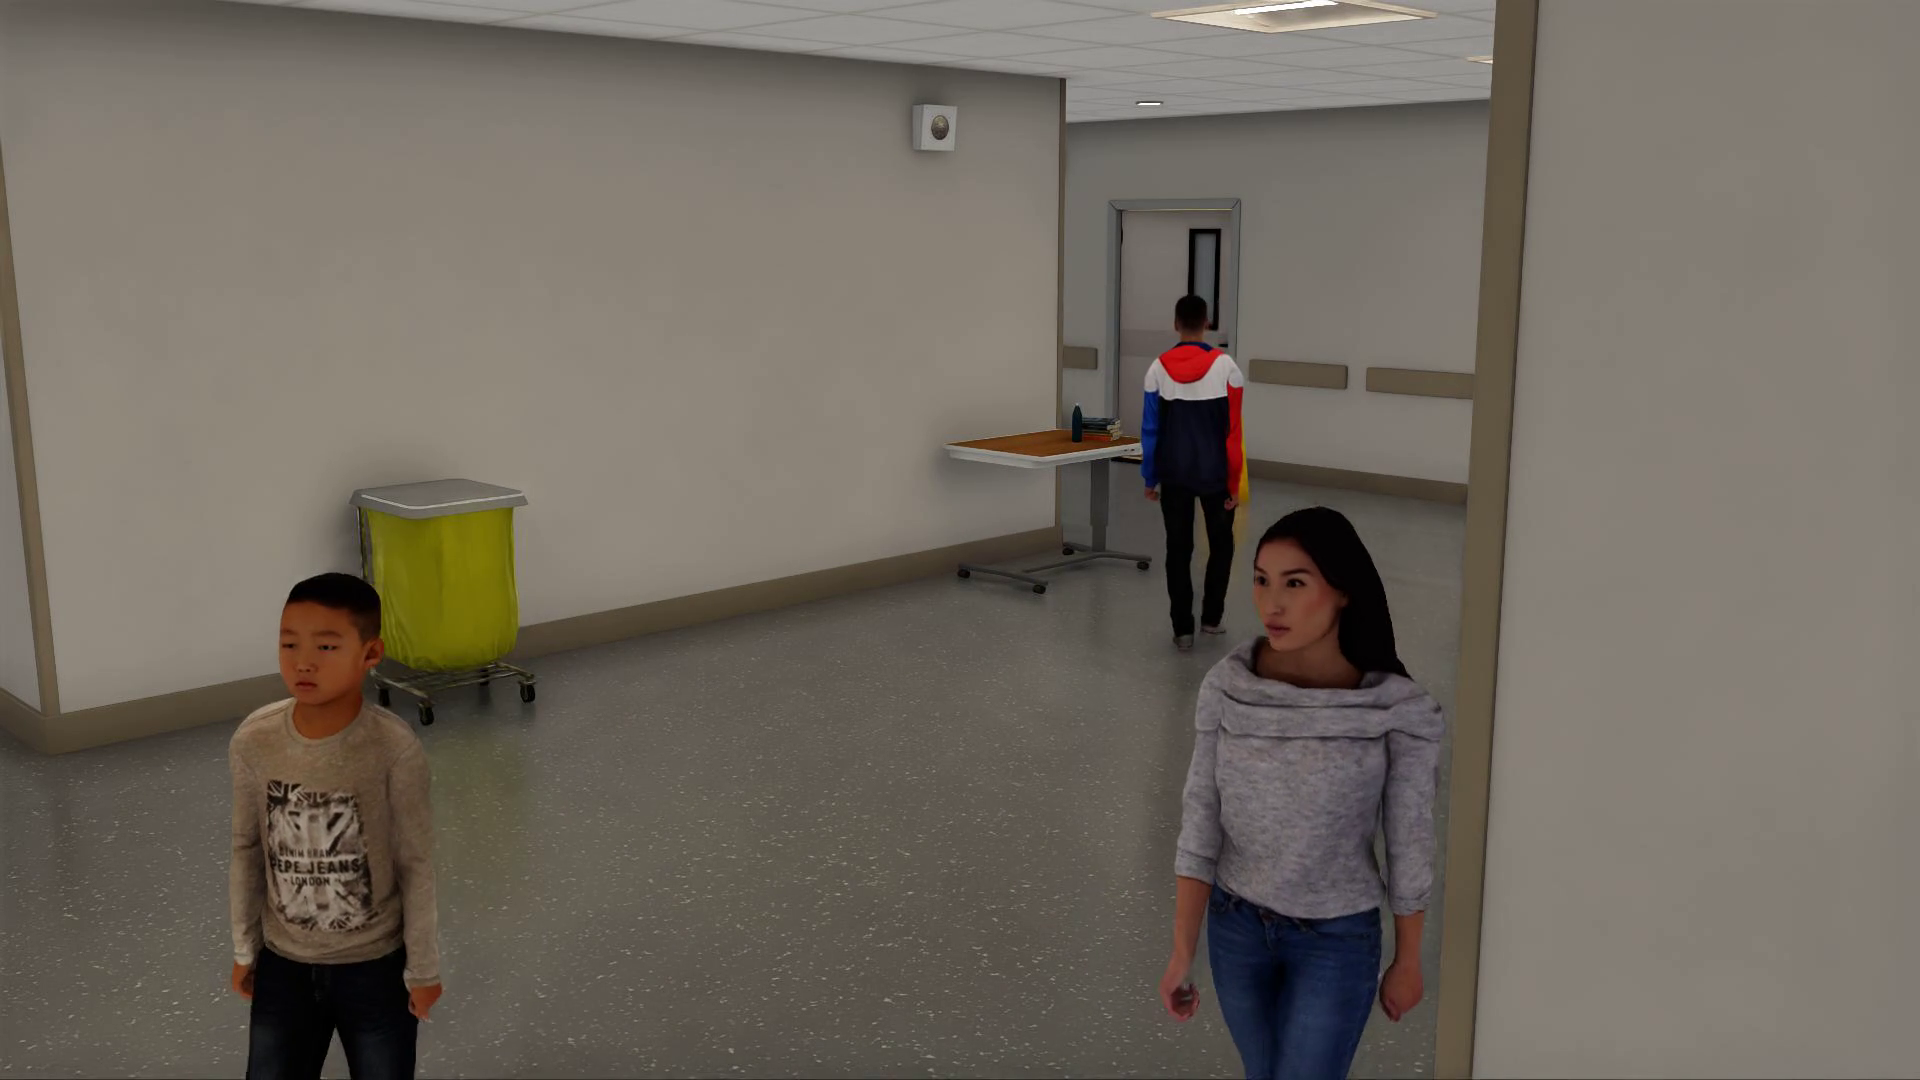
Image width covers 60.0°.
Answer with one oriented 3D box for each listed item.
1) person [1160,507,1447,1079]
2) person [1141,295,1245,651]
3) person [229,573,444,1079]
[{"bbox_3d":[0.643,0.733,3.083,1.019,1.596,0.762,8,13,36],"label":"person"},{"bbox_3d":[1.145,-0.311,8.170,0.755,1.749,0.841,2,11,11],"label":"person"},{"bbox_3d":[-1.179,0.772,3.246,0.667,1.458,0.727,0,11,1],"label":"person"}]
